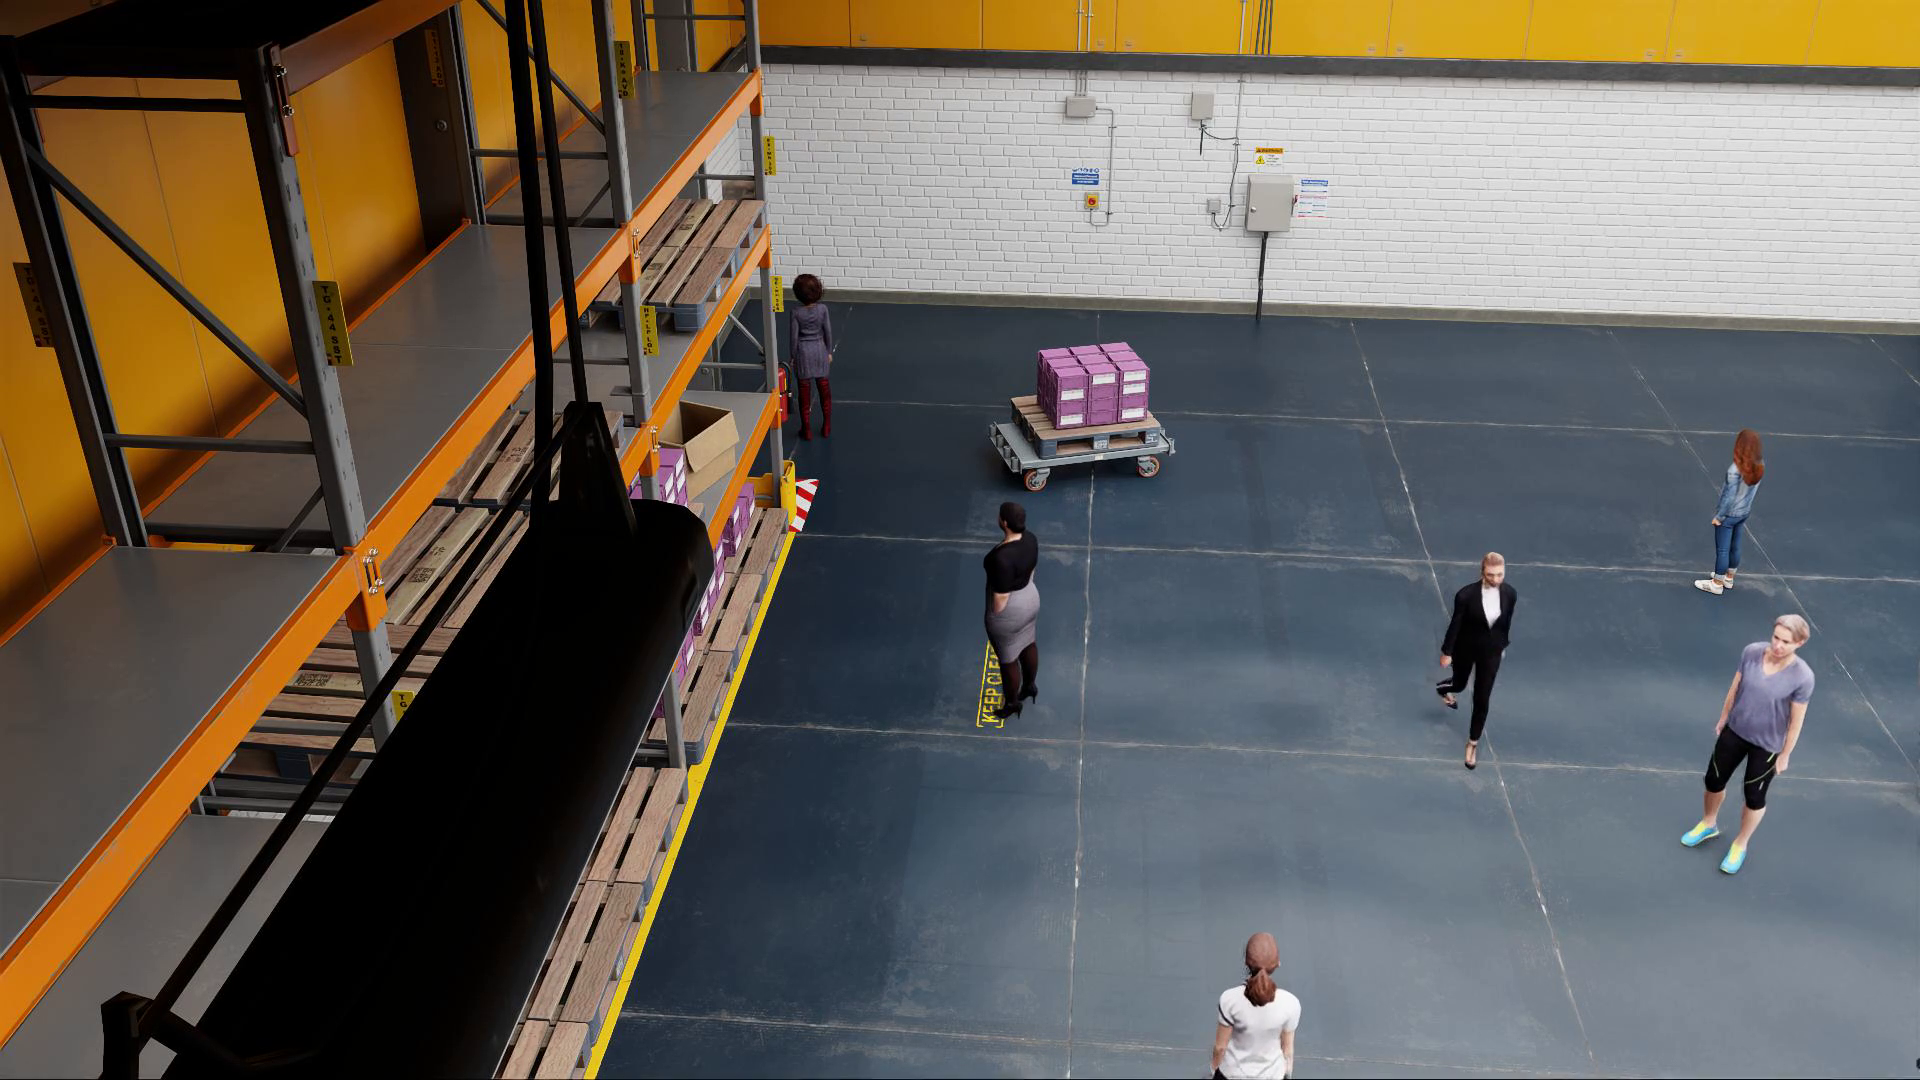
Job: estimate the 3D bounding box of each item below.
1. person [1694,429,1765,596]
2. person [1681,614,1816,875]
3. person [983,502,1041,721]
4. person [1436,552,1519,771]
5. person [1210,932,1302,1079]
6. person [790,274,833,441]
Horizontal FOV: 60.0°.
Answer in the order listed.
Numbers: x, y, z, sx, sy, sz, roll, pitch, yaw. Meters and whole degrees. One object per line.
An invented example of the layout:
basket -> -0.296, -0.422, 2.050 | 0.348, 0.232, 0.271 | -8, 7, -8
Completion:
person -> 6.487, -0.241, 13.931 | 0.636, 1.476, 0.673 | -18, 33, -29
person -> 5.139, 1.270, 10.733 | 0.838, 1.886, 0.755 | -18, 34, -30
person -> 0.402, 0.517, 12.247 | 0.834, 1.758, 0.725 | 18, 33, 29
person -> 3.658, 0.772, 11.872 | 0.746, 1.669, 1.085 | -2, 29, -3
person -> 1.433, 2.693, 8.269 | 0.542, 1.747, 0.514 | 2, 29, 4
person -> -1.483, -1.826, 16.592 | 0.661, 1.710, 0.645 | -9, 30, -16
